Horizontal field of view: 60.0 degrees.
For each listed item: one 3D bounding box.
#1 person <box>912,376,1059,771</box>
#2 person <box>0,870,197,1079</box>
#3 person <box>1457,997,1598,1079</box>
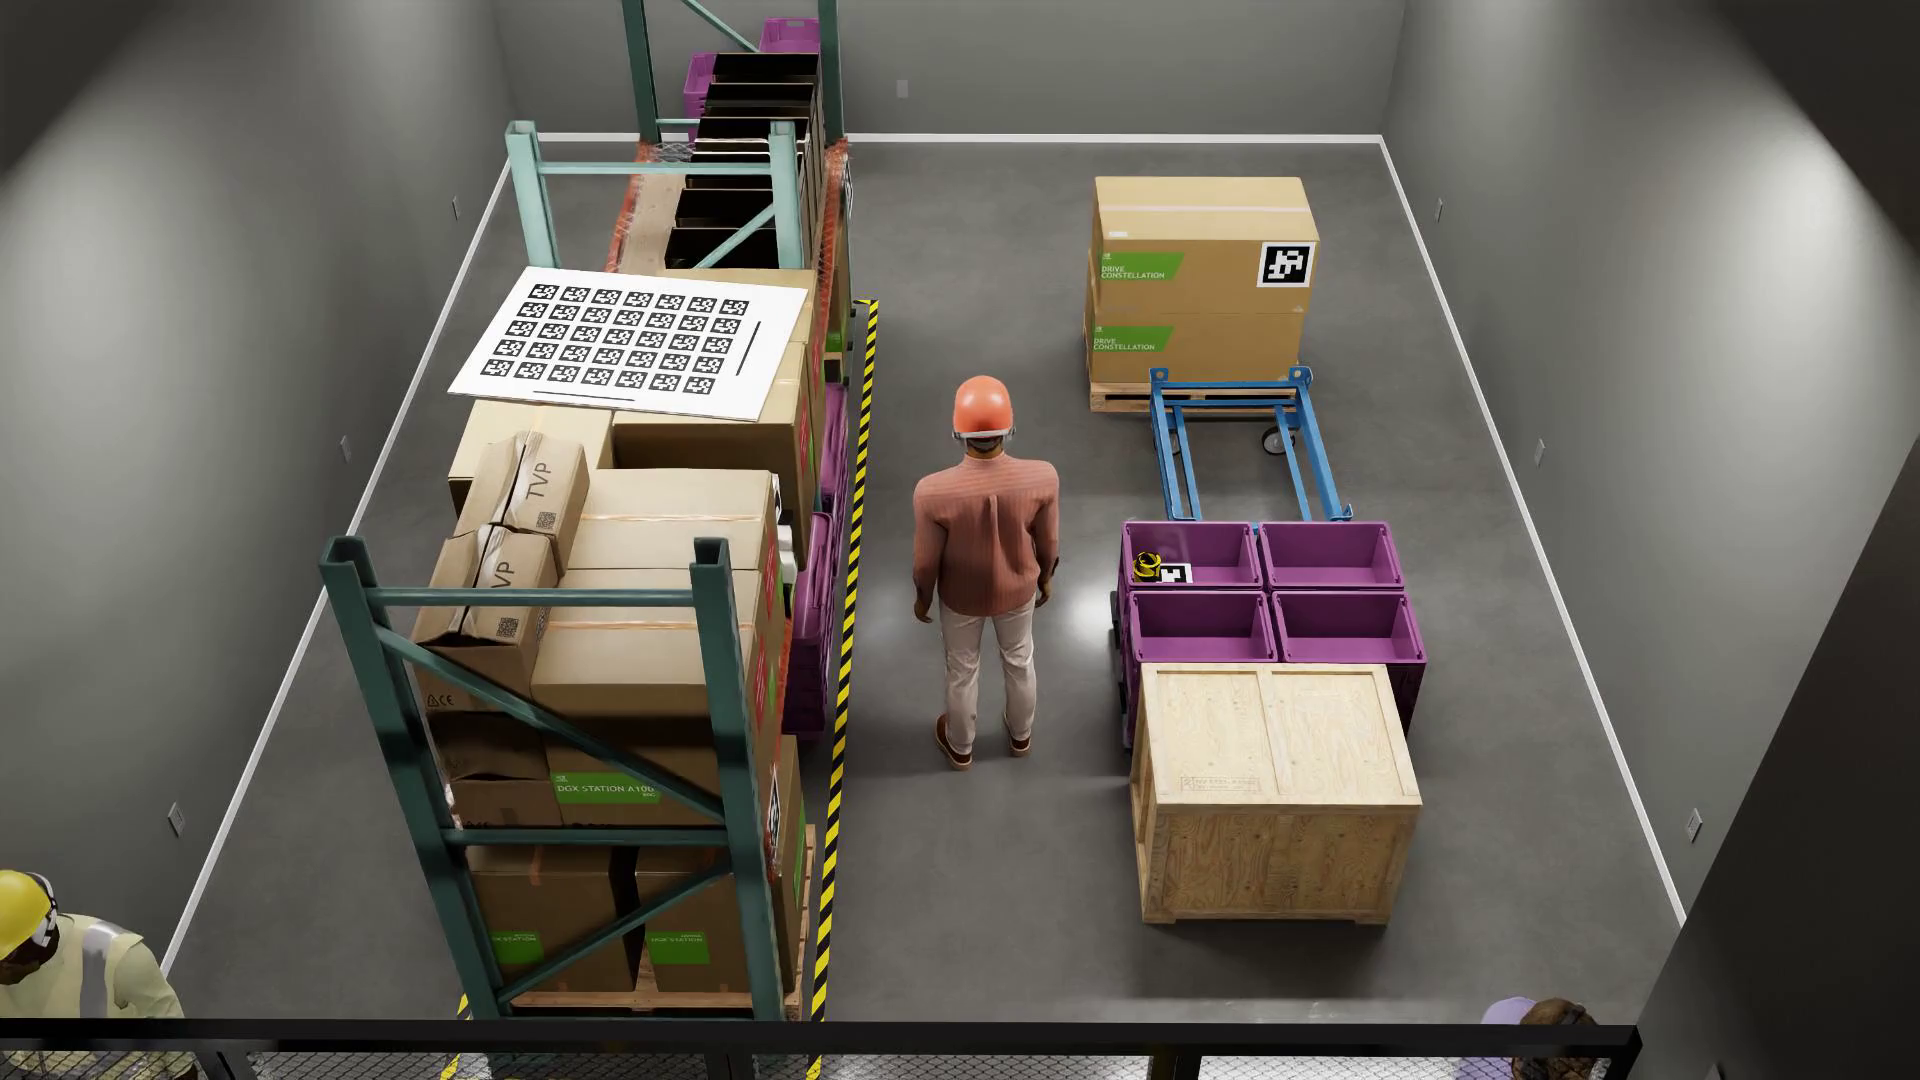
[{"bbox_3d":[0.100,0.171,6.877,0.611,1.993,0.384,-9,42,-10],"label":"person"},{"bbox_3d":[-2.753,1.655,5.305,0.601,1.830,0.404,2,41,2],"label":"person"},{"bbox_3d":[1.539,1.940,4.902,0.355,1.936,0.637,11,42,12],"label":"person"}]
